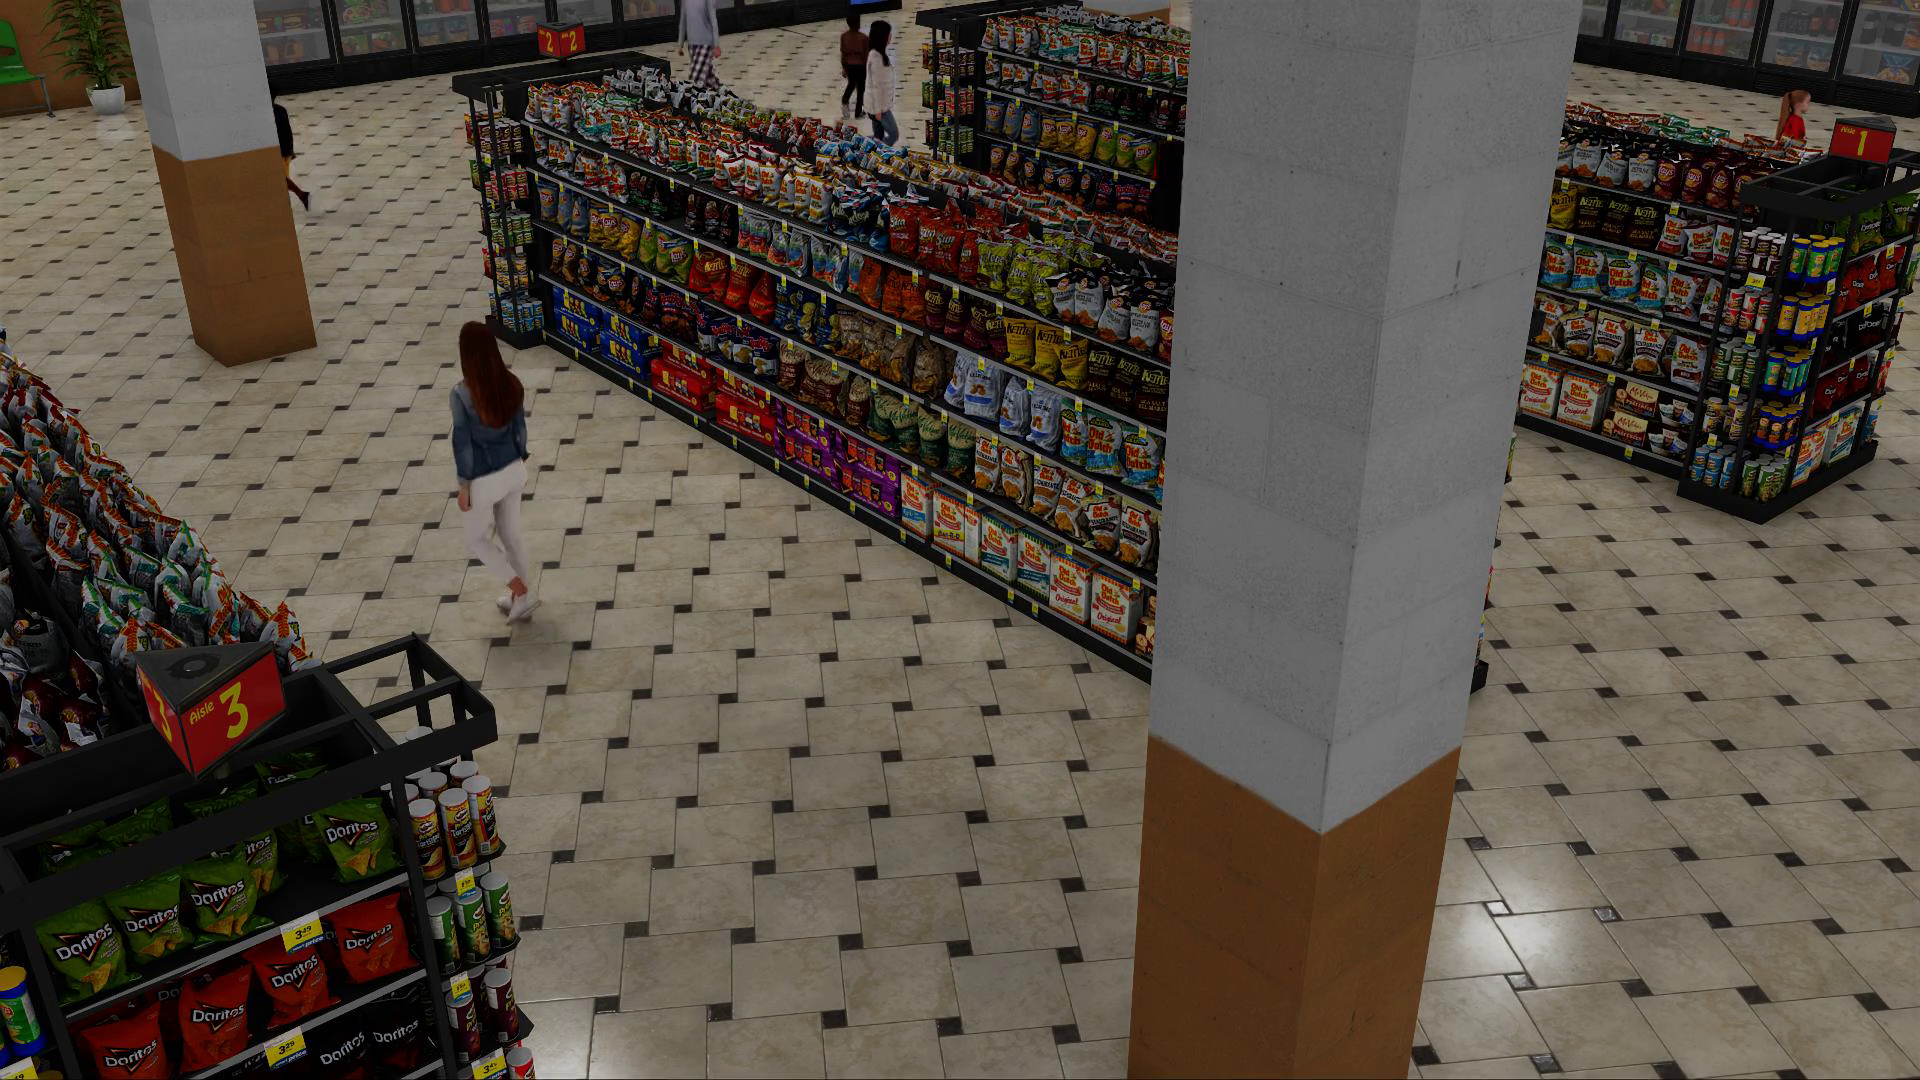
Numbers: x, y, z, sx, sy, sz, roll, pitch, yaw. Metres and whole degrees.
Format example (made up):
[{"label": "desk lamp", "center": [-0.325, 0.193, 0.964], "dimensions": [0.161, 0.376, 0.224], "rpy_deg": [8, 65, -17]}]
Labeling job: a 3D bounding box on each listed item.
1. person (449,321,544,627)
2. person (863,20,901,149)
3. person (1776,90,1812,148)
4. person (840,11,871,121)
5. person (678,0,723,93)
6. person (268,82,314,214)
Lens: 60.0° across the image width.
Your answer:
[{"label": "person", "center": [-2.361, -0.288, 8.641], "dimensions": [0.789, 1.690, 0.722], "rpy_deg": [18, 32, 31]}, {"label": "person", "center": [-0.892, -4.403, 16.822], "dimensions": [0.811, 1.629, 0.708], "rpy_deg": [-3, 27, -6]}, {"label": "person", "center": [7.719, -3.568, 15.560], "dimensions": [0.614, 1.282, 0.568], "rpy_deg": [7, 28, 13]}, {"label": "person", "center": [-1.246, -5.544, 19.497], "dimensions": [0.744, 1.245, 0.753], "rpy_deg": [11, 29, 21]}, {"label": "person", "center": [-2.937, -5.731, 19.254], "dimensions": [1.168, 1.798, 0.894], "rpy_deg": [19, 32, 32]}, {"label": "person", "center": [-6.486, -3.742, 15.935], "dimensions": [0.898, 1.253, 0.734], "rpy_deg": [11, 29, 21]}]
